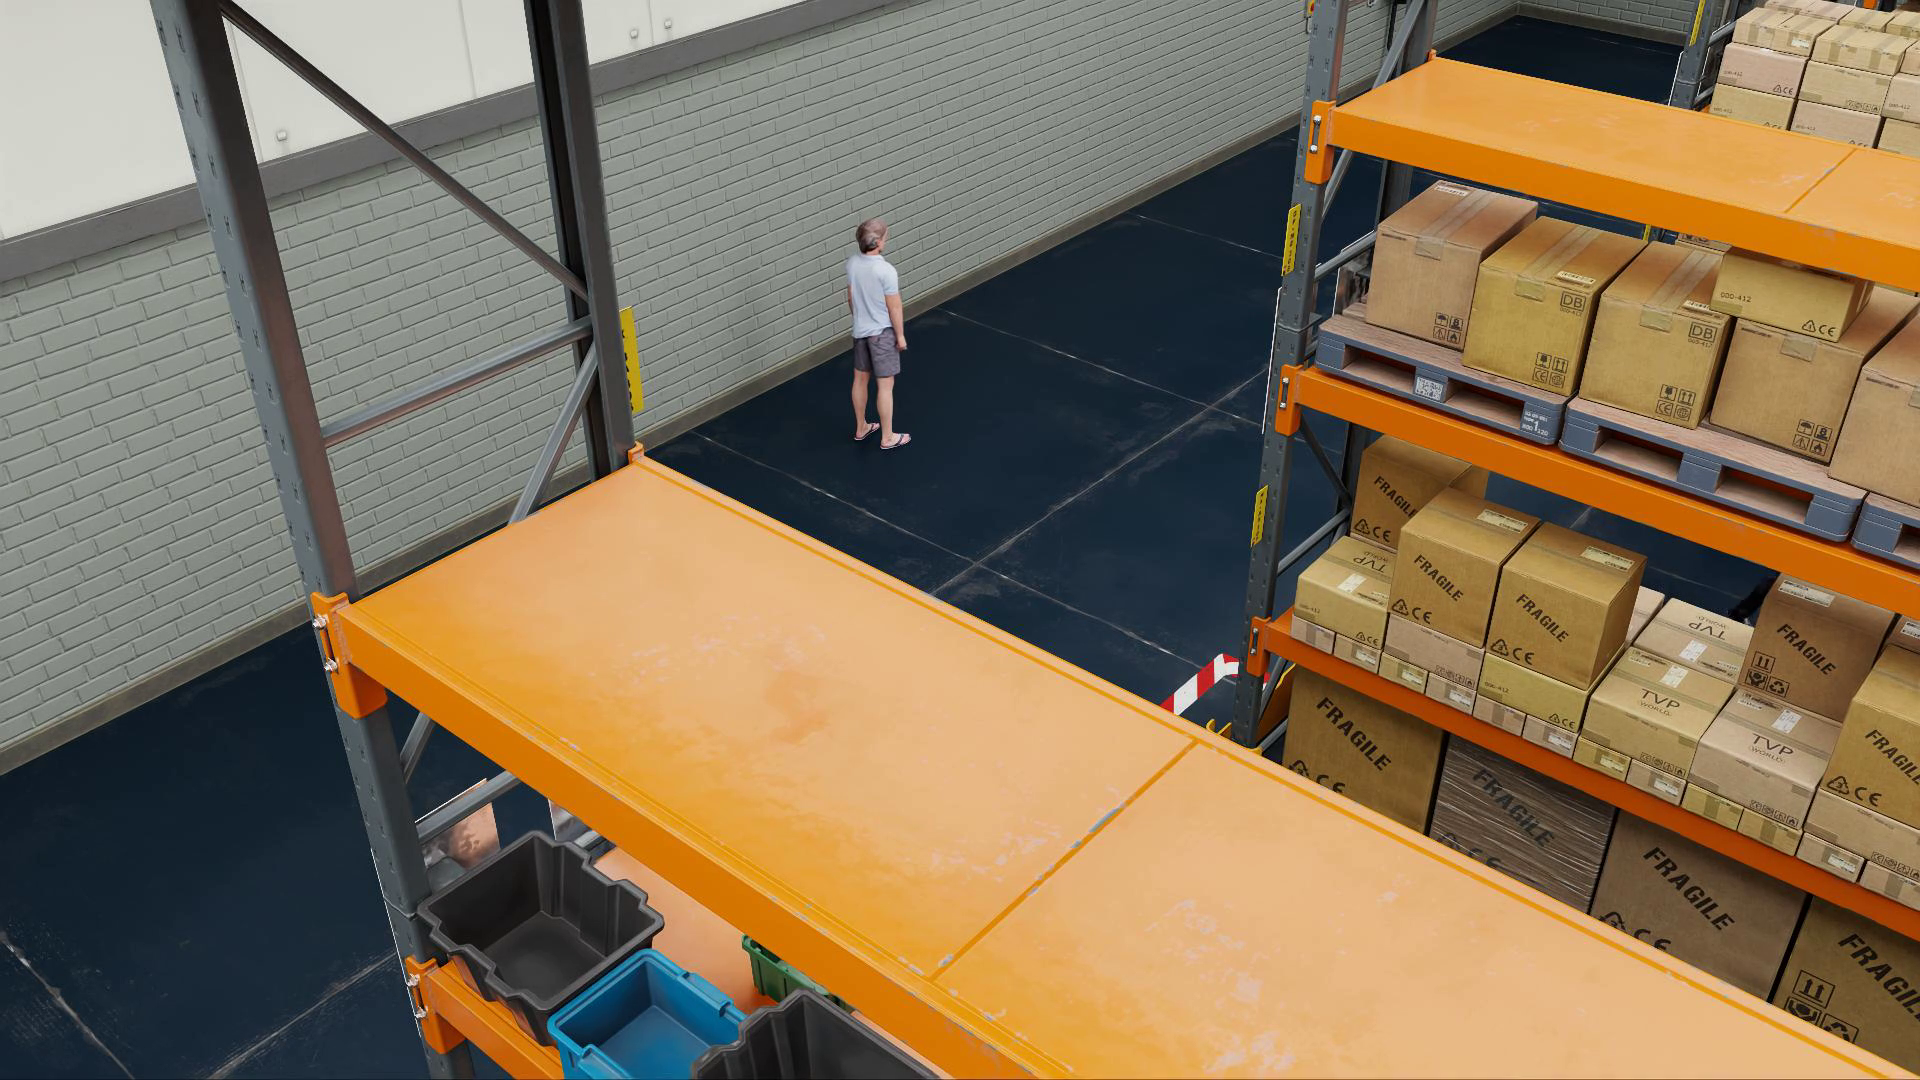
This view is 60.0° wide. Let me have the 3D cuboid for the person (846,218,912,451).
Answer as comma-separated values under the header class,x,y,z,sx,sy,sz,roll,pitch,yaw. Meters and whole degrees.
class,x,y,z,sx,sy,sz,roll,pitch,yaw
person,-0.660,-1.564,12.631,0.489,1.830,0.713,23,40,31
